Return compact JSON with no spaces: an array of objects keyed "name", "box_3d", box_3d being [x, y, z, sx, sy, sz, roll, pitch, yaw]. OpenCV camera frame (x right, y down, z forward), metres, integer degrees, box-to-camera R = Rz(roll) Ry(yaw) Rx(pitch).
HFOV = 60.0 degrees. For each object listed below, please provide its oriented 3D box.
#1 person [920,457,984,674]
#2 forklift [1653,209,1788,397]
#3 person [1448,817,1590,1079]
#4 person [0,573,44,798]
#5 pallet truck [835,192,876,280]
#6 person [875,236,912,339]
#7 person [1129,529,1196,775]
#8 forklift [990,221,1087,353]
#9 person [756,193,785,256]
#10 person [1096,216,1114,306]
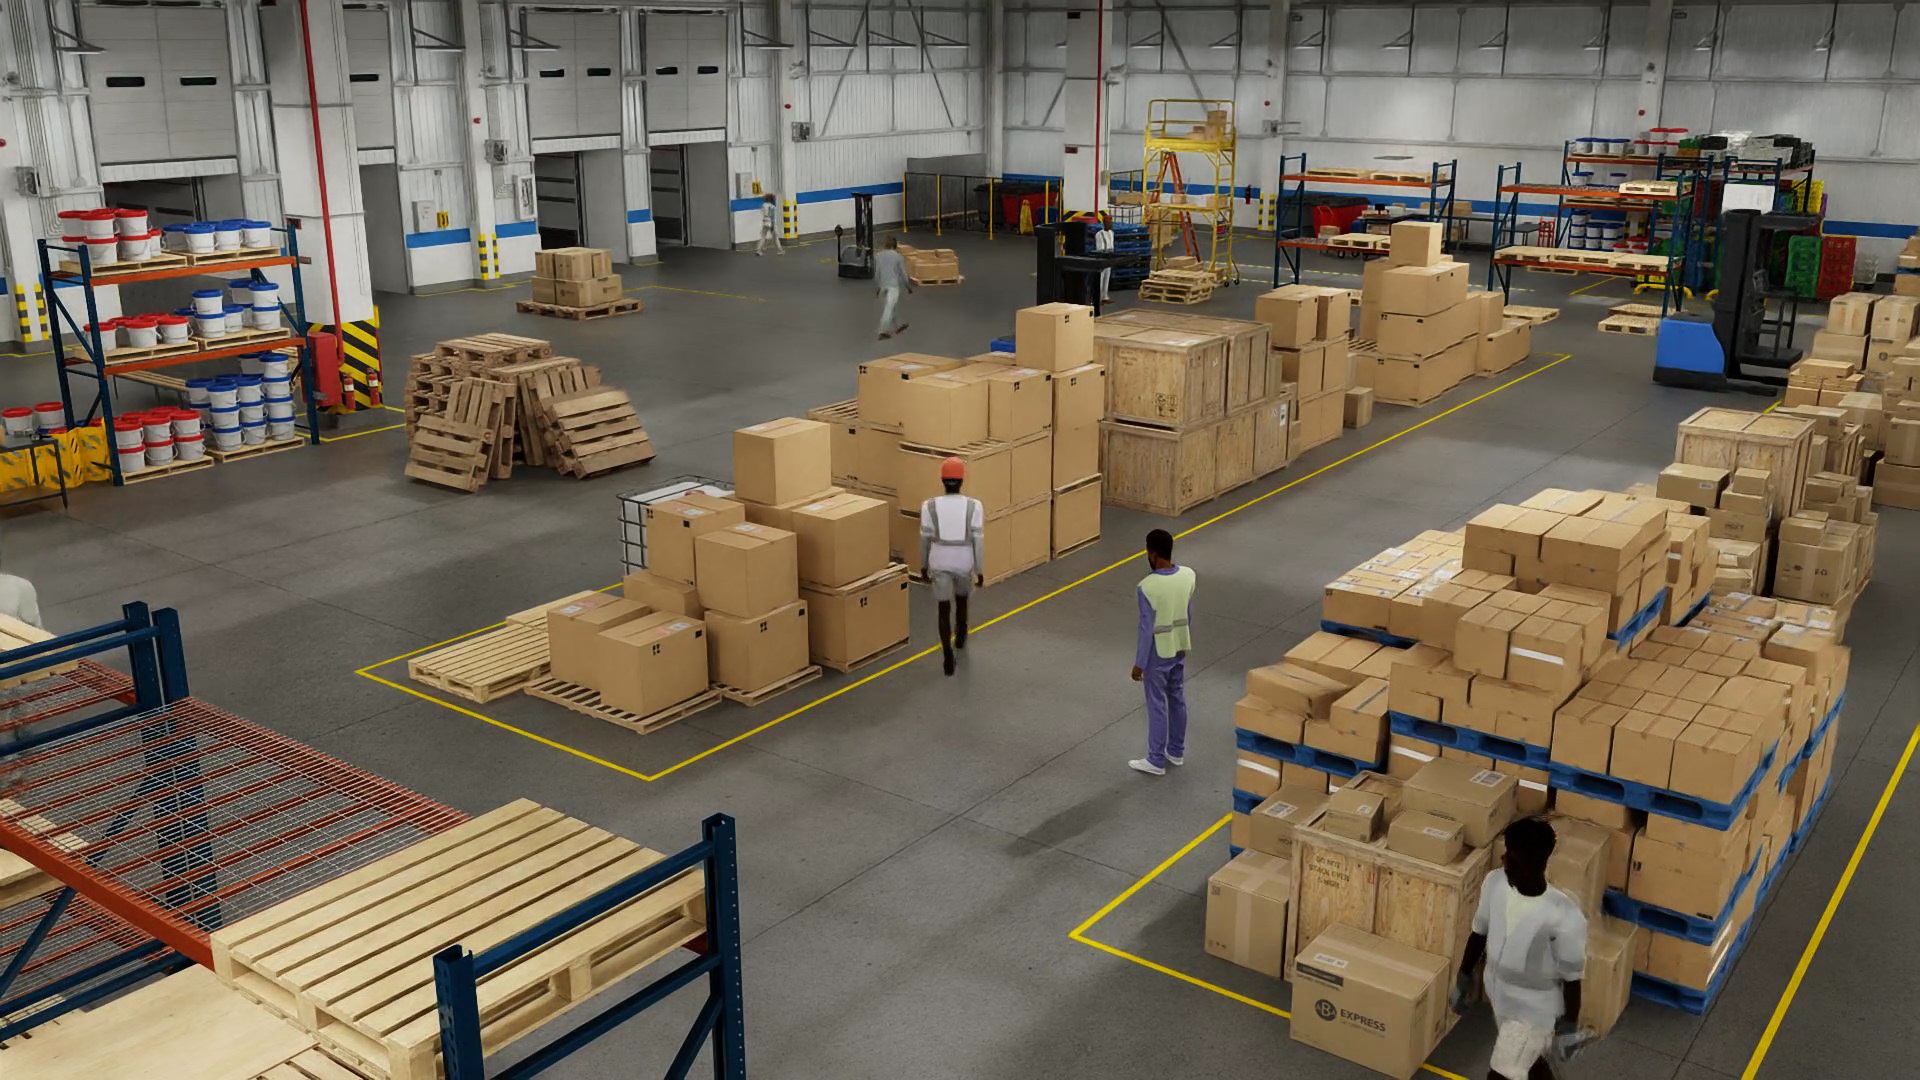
[{"name":"person","box_3d":[-0.073,0.174,14.878,0.569,1.888,0.957,0,17,0]},{"name":"forklift","box_3d":[12.271,-3.827,26.446,1.873,2.768,1.129,12,21,35]},{"name":"person","box_3d":[2.695,2.220,8.077,1.027,1.911,0.625,-7,18,-22]},{"name":"person","box_3d":[-7.185,0.902,12.444,0.635,1.916,0.855,-10,20,-31]},{"name":"pallet truck","box_3d":[-1.936,-7.159,38.982,1.885,1.965,0.823,-12,21,-34]},{"name":"person","box_3d":[-1.265,-4.729,31.144,0.651,1.884,1.039,13,21,36]},{"name":"person","box_3d":[1.540,0.850,12.609,0.587,1.914,0.397,-15,22,-41]},{"name":"forklift","box_3d":[1.461,-3.273,24.613,1.873,2.768,1.129,12,21,35]},{"name":"person","box_3d":[-4.937,-8.113,42.820,0.520,1.602,0.839,16,23,42]},{"name":"person","box_3d":[3.038,-5.851,34.868,0.349,1.877,0.576,12,21,35]}]
